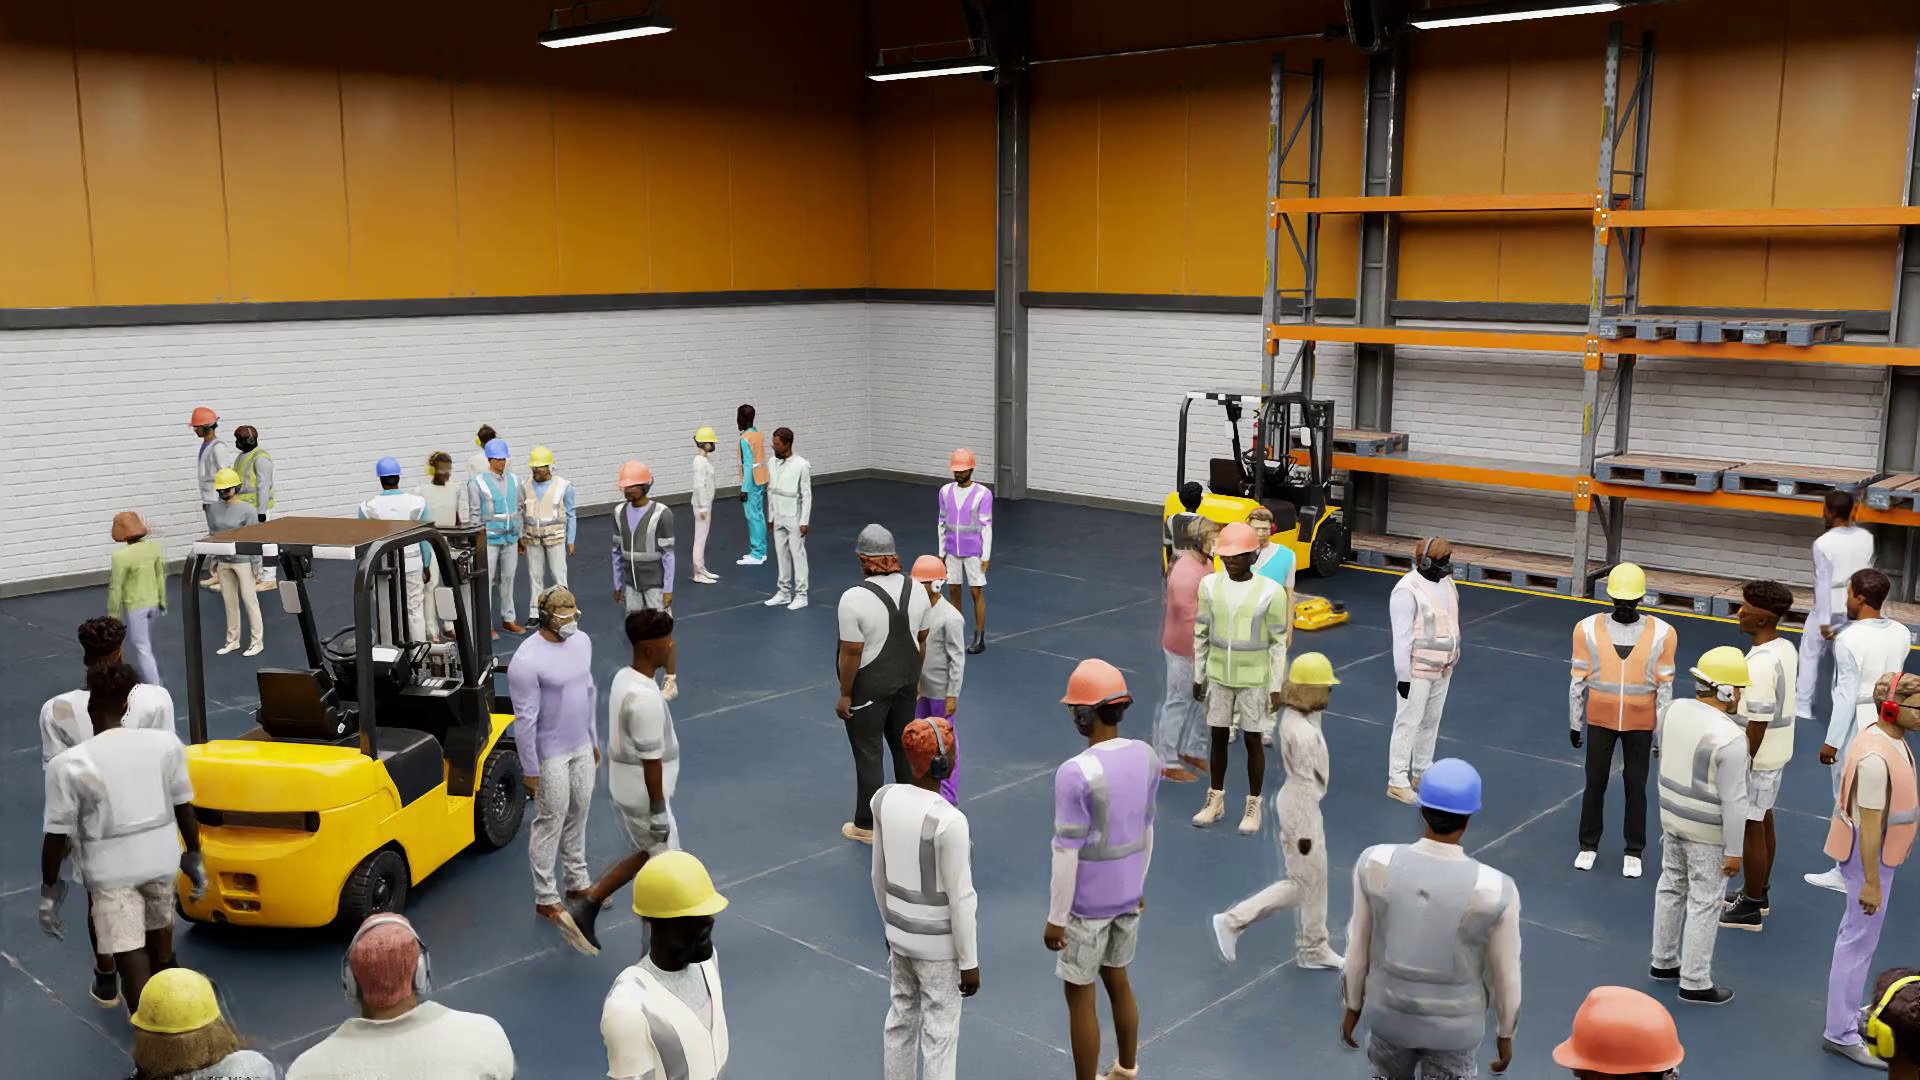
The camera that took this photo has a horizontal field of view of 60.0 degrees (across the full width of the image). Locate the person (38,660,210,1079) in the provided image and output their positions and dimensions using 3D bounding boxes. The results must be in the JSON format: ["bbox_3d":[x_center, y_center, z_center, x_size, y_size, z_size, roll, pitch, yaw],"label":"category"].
[{"bbox_3d":[-3.861,1.502,7.597,1.034,1.893,0.685,7,12,35],"label":"person"}]

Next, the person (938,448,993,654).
[{"bbox_3d":[0.034,0.102,15.487,0.544,1.930,0.388,5,11,26],"label":"person"}]

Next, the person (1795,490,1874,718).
[{"bbox_3d":[6.944,0.549,13.070,0.585,1.894,0.897,-3,11,-19],"label":"person"}]

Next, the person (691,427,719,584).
[{"bbox_3d":[-2.868,-0.397,18.786,0.326,1.767,0.533,-1,10,-4],"label":"person"}]

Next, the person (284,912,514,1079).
[{"bbox_3d":[-1.582,2.003,4.767,0.645,1.885,0.594,-3,10,-18],"label":"person"}]

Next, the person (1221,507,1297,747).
[{"bbox_3d":[2.251,0.649,12.641,0.575,1.833,0.400,3,10,16],"label":"person"}]

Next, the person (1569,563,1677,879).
[{"bbox_3d":[3.955,1.077,9.981,0.581,1.919,0.402,4,11,22],"label":"person"}]

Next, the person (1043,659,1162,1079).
[{"bbox_3d":[0.585,1.514,7.163,0.409,2.028,0.618,9,14,43],"label":"person"}]

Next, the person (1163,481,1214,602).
[{"bbox_3d":[2.064,0.317,14.912,0.535,1.700,0.318,9,13,41],"label":"person"}]

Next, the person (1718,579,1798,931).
[{"bbox_3d":[4.407,1.182,9.226,0.368,1.966,0.602,7,12,36],"label":"person"}]

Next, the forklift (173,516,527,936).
[{"bbox_3d":[-3.583,0.976,9.748,1.214,2.155,2.313,2,10,11],"label":"forklift"}]

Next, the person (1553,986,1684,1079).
[{"bbox_3d":[1.697,2.068,4.303,0.390,1.925,0.550,5,11,27],"label":"person"}]

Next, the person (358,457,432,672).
[{"bbox_3d":[-4.995,0.230,14.736,0.604,1.939,0.415,-4,11,-23],"label":"person"}]

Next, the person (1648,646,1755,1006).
[{"bbox_3d":[3.710,1.419,8.304,0.403,1.819,0.601,-2,10,-13],"label":"person"}]

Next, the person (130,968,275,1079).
[{"bbox_3d":[-2.258,2.074,4.903,0.889,1.693,0.505,4,11,21],"label":"person"}]

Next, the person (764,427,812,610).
[{"bbox_3d":[-1.786,-0.235,17.444,0.590,1.914,0.391,9,13,42],"label":"person"}]

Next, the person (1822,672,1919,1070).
[{"bbox_3d":[4.239,1.501,7.753,0.371,1.843,0.572,6,12,32],"label":"person"}]

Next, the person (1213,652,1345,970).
[{"bbox_3d":[1.709,1.411,8.604,0.688,1.720,0.494,1,10,7],"label":"person"}]

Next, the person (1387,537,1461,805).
[{"bbox_3d":[3.172,0.879,11.330,0.623,1.835,0.429,-9,13,-41],"label":"person"}]

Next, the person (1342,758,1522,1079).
[{"bbox_3d":[1.735,1.742,6.122,0.637,1.931,0.441,6,11,29],"label":"person"}]

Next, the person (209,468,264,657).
[{"bbox_3d":[-6.708,0.208,15.377,0.527,1.760,0.338,3,10,18],"label":"person"}]

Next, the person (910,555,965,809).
[{"bbox_3d":[-0.196,0.961,11.085,0.340,1.752,0.564,-7,12,-34],"label":"person"}]

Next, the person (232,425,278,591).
[{"bbox_3d":[-7.799,-0.357,18.363,0.624,1.838,0.430,10,14,44],"label":"person"}]

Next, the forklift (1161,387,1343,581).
[{"bbox_3d":[3.298,-0.608,18.767,1.214,2.155,2.313,9,13,42],"label":"forklift"}]

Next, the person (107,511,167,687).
[{"bbox_3d":[-6.824,0.561,13.723,0.451,1.614,0.531,2,10,12],"label":"person"}]

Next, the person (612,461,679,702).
[{"bbox_3d":[-2.639,0.348,13.807,0.608,2.035,0.421,5,11,27],"label":"person"}]

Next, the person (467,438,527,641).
[{"bbox_3d":[-4.463,-0.016,16.099,0.403,1.948,0.605,8,13,39],"label":"person"}]

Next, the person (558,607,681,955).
[{"bbox_3d":[-1.708,1.303,8.620,0.636,1.948,0.604,-4,11,-22],"label":"person"}]

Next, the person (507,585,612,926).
[{"bbox_3d":[-2.242,1.190,9.302,0.379,1.929,0.636,4,11,23],"label":"person"}]

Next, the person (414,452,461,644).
[{"bbox_3d":[-4.954,0.087,15.803,0.403,1.862,0.655,9,13,41],"label":"person"}]

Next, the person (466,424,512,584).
[{"bbox_3d":[-5.166,-0.363,18.399,0.517,1.838,0.866,-3,10,-16],"label":"person"}]

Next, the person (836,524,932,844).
[{"bbox_3d":[-0.543,0.899,10.628,0.688,2.000,0.536,-9,13,-40],"label":"person"}]

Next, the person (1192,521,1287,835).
[{"bbox_3d":[1.774,0.885,10.700,0.615,2.040,0.391,6,12,31],"label":"person"}]

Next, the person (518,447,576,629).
[{"bbox_3d":[-4.099,-0.016,16.434,0.603,1.828,0.404,1,10,5],"label":"person"}]

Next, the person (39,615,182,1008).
[{"bbox_3d":[-4.209,1.344,8.304,0.612,1.963,0.361,-6,12,-30],"label":"person"}]

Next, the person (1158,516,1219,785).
[{"bbox_3d":[1.660,0.784,11.640,0.593,1.921,0.634,5,11,28],"label":"person"}]

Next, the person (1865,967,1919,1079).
[{"bbox_3d":[2.503,2.065,4.508,0.511,1.862,0.325,-2,10,-9],"label":"person"}]

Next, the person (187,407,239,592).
[{"bbox_3d":[-8.227,-0.450,18.318,0.394,2.038,0.605,-8,13,-39],"label":"person"}]

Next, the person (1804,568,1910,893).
[{"bbox_3d":[5.282,1.118,9.729,0.596,1.917,0.374,-6,12,-30],"label":"person"}]

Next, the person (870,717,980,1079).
[{"bbox_3d":[-0.128,1.646,6.829,0.355,1.880,0.573,-8,13,-40],"label":"person"}]

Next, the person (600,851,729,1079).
[{"bbox_3d":[-0.885,1.903,5.227,0.364,1.930,0.588,3,10,15],"label":"person"}]

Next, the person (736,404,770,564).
[{"bbox_3d":[-2.481,-0.664,19.873,0.383,1.918,0.591,2,10,9],"label":"person"}]
